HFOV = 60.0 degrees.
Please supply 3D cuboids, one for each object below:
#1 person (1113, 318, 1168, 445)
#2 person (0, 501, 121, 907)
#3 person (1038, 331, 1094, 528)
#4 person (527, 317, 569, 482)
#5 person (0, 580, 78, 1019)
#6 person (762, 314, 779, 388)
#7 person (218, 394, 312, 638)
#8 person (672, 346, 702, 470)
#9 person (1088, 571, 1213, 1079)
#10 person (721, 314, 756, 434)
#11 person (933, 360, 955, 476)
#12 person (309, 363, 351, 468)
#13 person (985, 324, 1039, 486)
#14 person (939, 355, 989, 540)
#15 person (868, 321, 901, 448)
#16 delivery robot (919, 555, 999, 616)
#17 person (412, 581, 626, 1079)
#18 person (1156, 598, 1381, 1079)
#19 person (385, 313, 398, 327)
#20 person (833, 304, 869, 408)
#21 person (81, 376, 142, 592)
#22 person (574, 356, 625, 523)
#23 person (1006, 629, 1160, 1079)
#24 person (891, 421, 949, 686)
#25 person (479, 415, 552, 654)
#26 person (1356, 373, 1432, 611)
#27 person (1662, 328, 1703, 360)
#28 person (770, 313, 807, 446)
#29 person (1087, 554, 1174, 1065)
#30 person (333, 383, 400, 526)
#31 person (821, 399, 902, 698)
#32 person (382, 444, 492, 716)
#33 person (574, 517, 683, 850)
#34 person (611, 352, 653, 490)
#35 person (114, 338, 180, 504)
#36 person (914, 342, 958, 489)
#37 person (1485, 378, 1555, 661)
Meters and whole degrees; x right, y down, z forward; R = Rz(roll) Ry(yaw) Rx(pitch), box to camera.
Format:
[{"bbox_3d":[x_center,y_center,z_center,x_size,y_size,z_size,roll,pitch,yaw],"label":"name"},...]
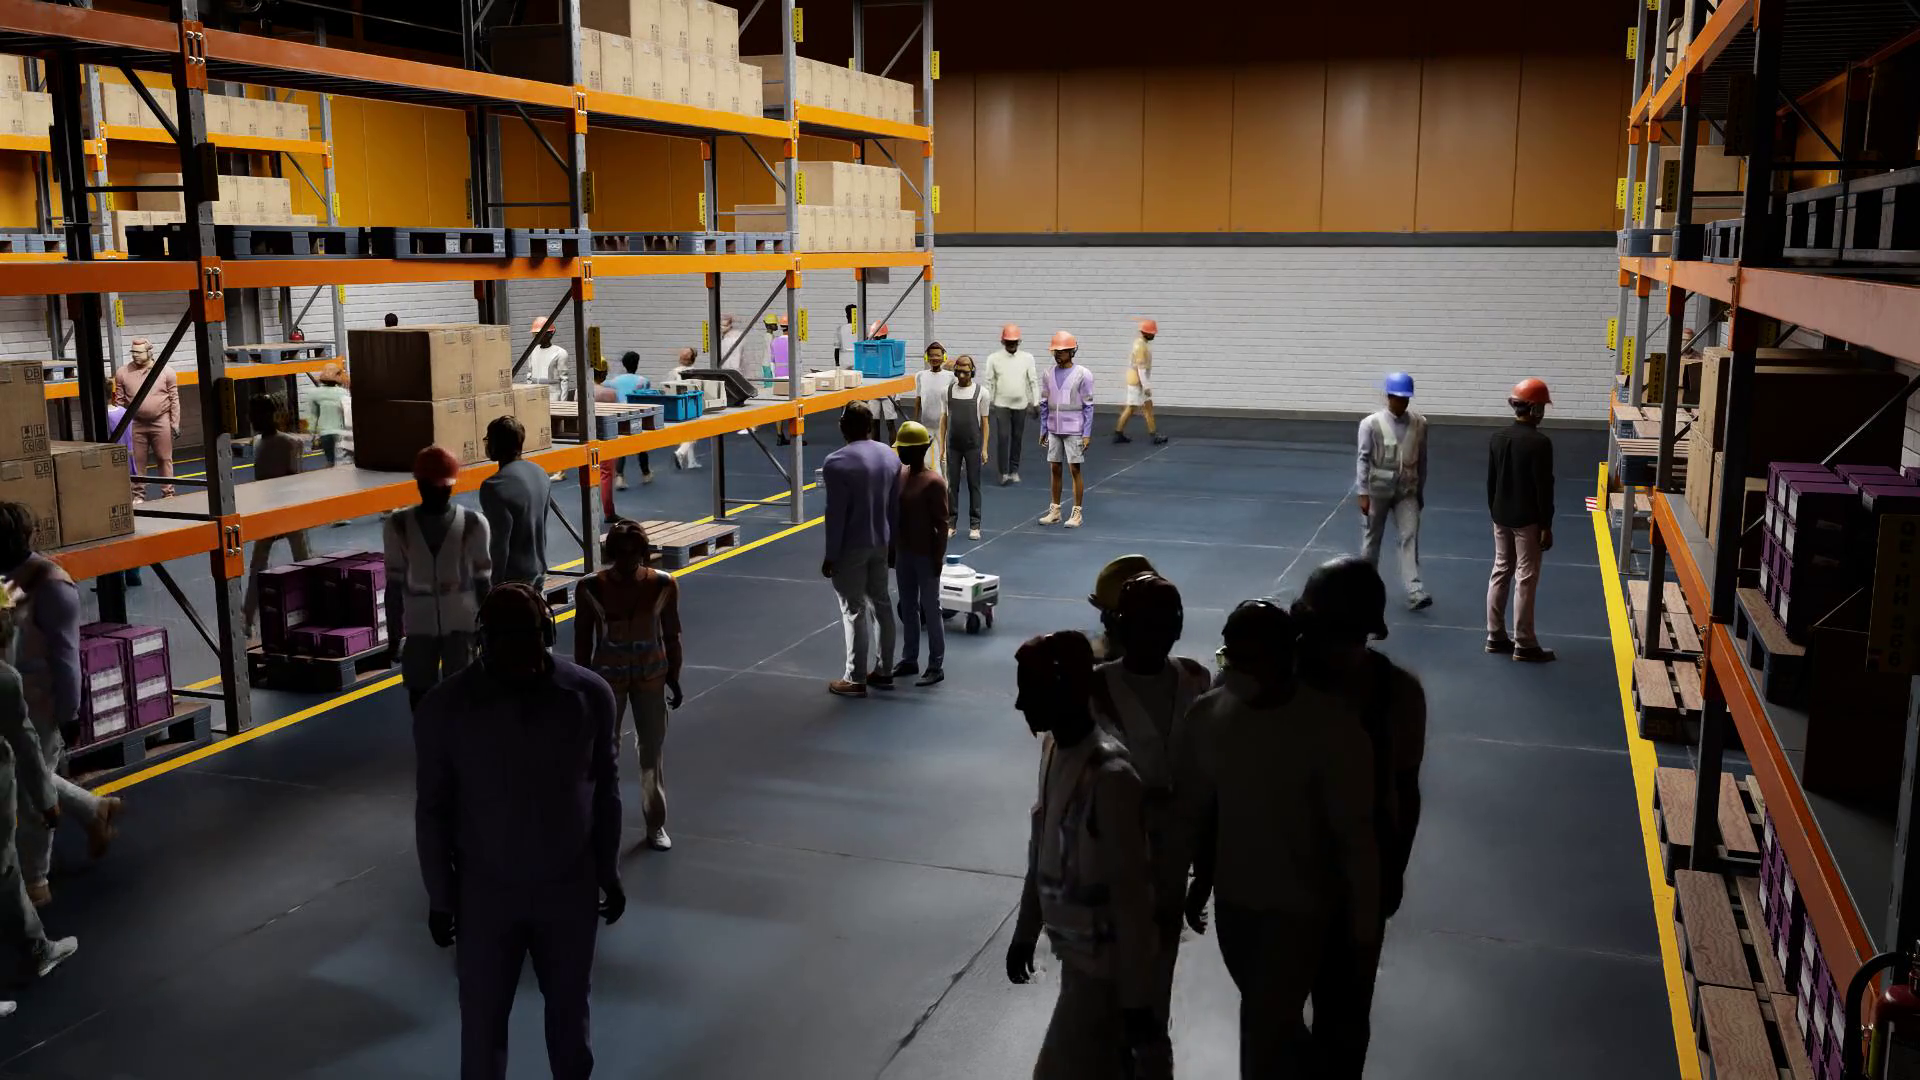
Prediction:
[{"bbox_3d":[2.639,-2.309,24.344,0.839,1.871,0.574,4,11,23],"label":"person"},{"bbox_3d":[-4.107,0.711,7.430,0.635,1.827,0.703,5,11,26],"label":"person"},{"bbox_3d":[1.075,-1.139,17.229,0.615,2.040,0.391,7,12,35],"label":"person"},{"bbox_3d":[-5.109,-1.730,20.555,0.605,2.045,0.377,5,11,25],"label":"person"},{"bbox_3d":[-3.653,0.953,6.368,0.517,1.710,0.795,4,11,21],"label":"person"},{"bbox_3d":[-3.179,-2.926,28.071,0.325,1.767,0.533,-2,10,-13],"label":"person"},{"bbox_3d":[-5.140,-0.178,12.452,0.538,1.822,0.991,4,11,22],"label":"person"},{"bbox_3d":[-3.543,-1.688,21.526,0.522,1.622,0.634,6,12,29],"label":"person"},{"bbox_3d":[0.590,1.030,5.457,0.587,1.882,0.341,-6,12,-30],"label":"person"},{"bbox_3d":[-3.527,-2.538,25.623,0.836,1.863,0.665,-7,12,-33],"label":"person"},{"bbox_3d":[-0.160,-1.330,19.595,0.501,1.577,0.885,1,10,7],"label":"person"},{"bbox_3d":[-6.986,-1.178,18.697,0.532,1.604,0.745,1,10,4],"label":"person"},{"bbox_3d":[0.652,-1.634,20.260,0.651,1.954,0.900,-2,10,-10],"label":"person"},{"bbox_3d":[0.038,-0.917,16.542,0.505,1.844,0.346,2,10,12],"label":"person"},{"bbox_3d":[-1.041,-1.907,21.878,0.543,1.932,0.384,4,11,19],"label":"person"},{"bbox_3d":[-0.051,0.359,12.719,0.707,0.478,0.477,7,13,36],"label":"delivery robot"},{"bbox_3d":[-1.351,1.066,5.198,0.641,1.908,0.407,-5,11,-28],"label":"person"},{"bbox_3d":[0.828,1.118,4.911,0.943,1.895,0.662,-9,13,-40],"label":"person"},{"bbox_3d":[-8.451,-2.423,24.851,0.592,1.913,0.392,-7,12,-35],"label":"person"},{"bbox_3d":[-1.763,-2.877,27.230,0.604,1.966,0.367,2,10,10],"label":"person"},{"bbox_3d":[-7.183,-0.482,14.079,0.375,1.844,0.571,1,10,5],"label":"person"},{"bbox_3d":[-3.812,-1.062,17.577,0.533,1.767,0.324,4,11,22],"label":"person"},{"bbox_3d":[0.357,1.174,4.714,0.453,1.864,0.619,-2,10,-9],"label":"person"},{"bbox_3d":[-0.303,0.089,11.094,0.319,1.767,0.534,-9,14,-42],"label":"person"},{"bbox_3d":[-2.633,0.228,9.822,0.372,1.940,0.632,2,10,13],"label":"person"},{"bbox_3d":[3.499,-0.383,13.358,0.648,1.897,0.968,-1,10,-8],"label":"person"},{"bbox_3d":[8.958,-1.684,20.698,0.636,1.903,0.404,-1,10,-5],"label":"person"},{"bbox_3d":[-2.495,-2.325,24.202,0.543,1.939,0.361,7,12,33],"label":"person"},{"bbox_3d":[0.607,0.958,6.003,0.403,1.837,0.591,0,10,1],"label":"person"},{"bbox_3d":[-6.311,-0.958,17.480,0.518,1.590,0.859,3,11,18],"label":"person"},{"bbox_3d":[-0.643,0.053,10.806,0.352,1.937,0.635,9,14,43],"label":"person"},{"bbox_3d":[-2.725,0.432,8.747,0.544,1.918,0.580,-2,10,-12],"label":"person"},{"bbox_3d":[-1.587,0.701,8.005,0.515,1.639,0.314,-3,10,-16],"label":"person"},{"bbox_3d":[-3.969,-1.441,20.040,0.537,1.647,0.924,2,10,9],"label":"person"},{"bbox_3d":[-8.972,-1.274,18.383,0.650,1.904,0.401,-3,11,-17],"label":"person"},{"bbox_3d":[-0.271,-1.230,18.224,0.532,1.872,0.321,2,10,12],"label":"person"},{"bbox_3d":[3.978,-0.145,11.764,0.378,1.995,0.608,-4,11,-22],"label":"person"}]
